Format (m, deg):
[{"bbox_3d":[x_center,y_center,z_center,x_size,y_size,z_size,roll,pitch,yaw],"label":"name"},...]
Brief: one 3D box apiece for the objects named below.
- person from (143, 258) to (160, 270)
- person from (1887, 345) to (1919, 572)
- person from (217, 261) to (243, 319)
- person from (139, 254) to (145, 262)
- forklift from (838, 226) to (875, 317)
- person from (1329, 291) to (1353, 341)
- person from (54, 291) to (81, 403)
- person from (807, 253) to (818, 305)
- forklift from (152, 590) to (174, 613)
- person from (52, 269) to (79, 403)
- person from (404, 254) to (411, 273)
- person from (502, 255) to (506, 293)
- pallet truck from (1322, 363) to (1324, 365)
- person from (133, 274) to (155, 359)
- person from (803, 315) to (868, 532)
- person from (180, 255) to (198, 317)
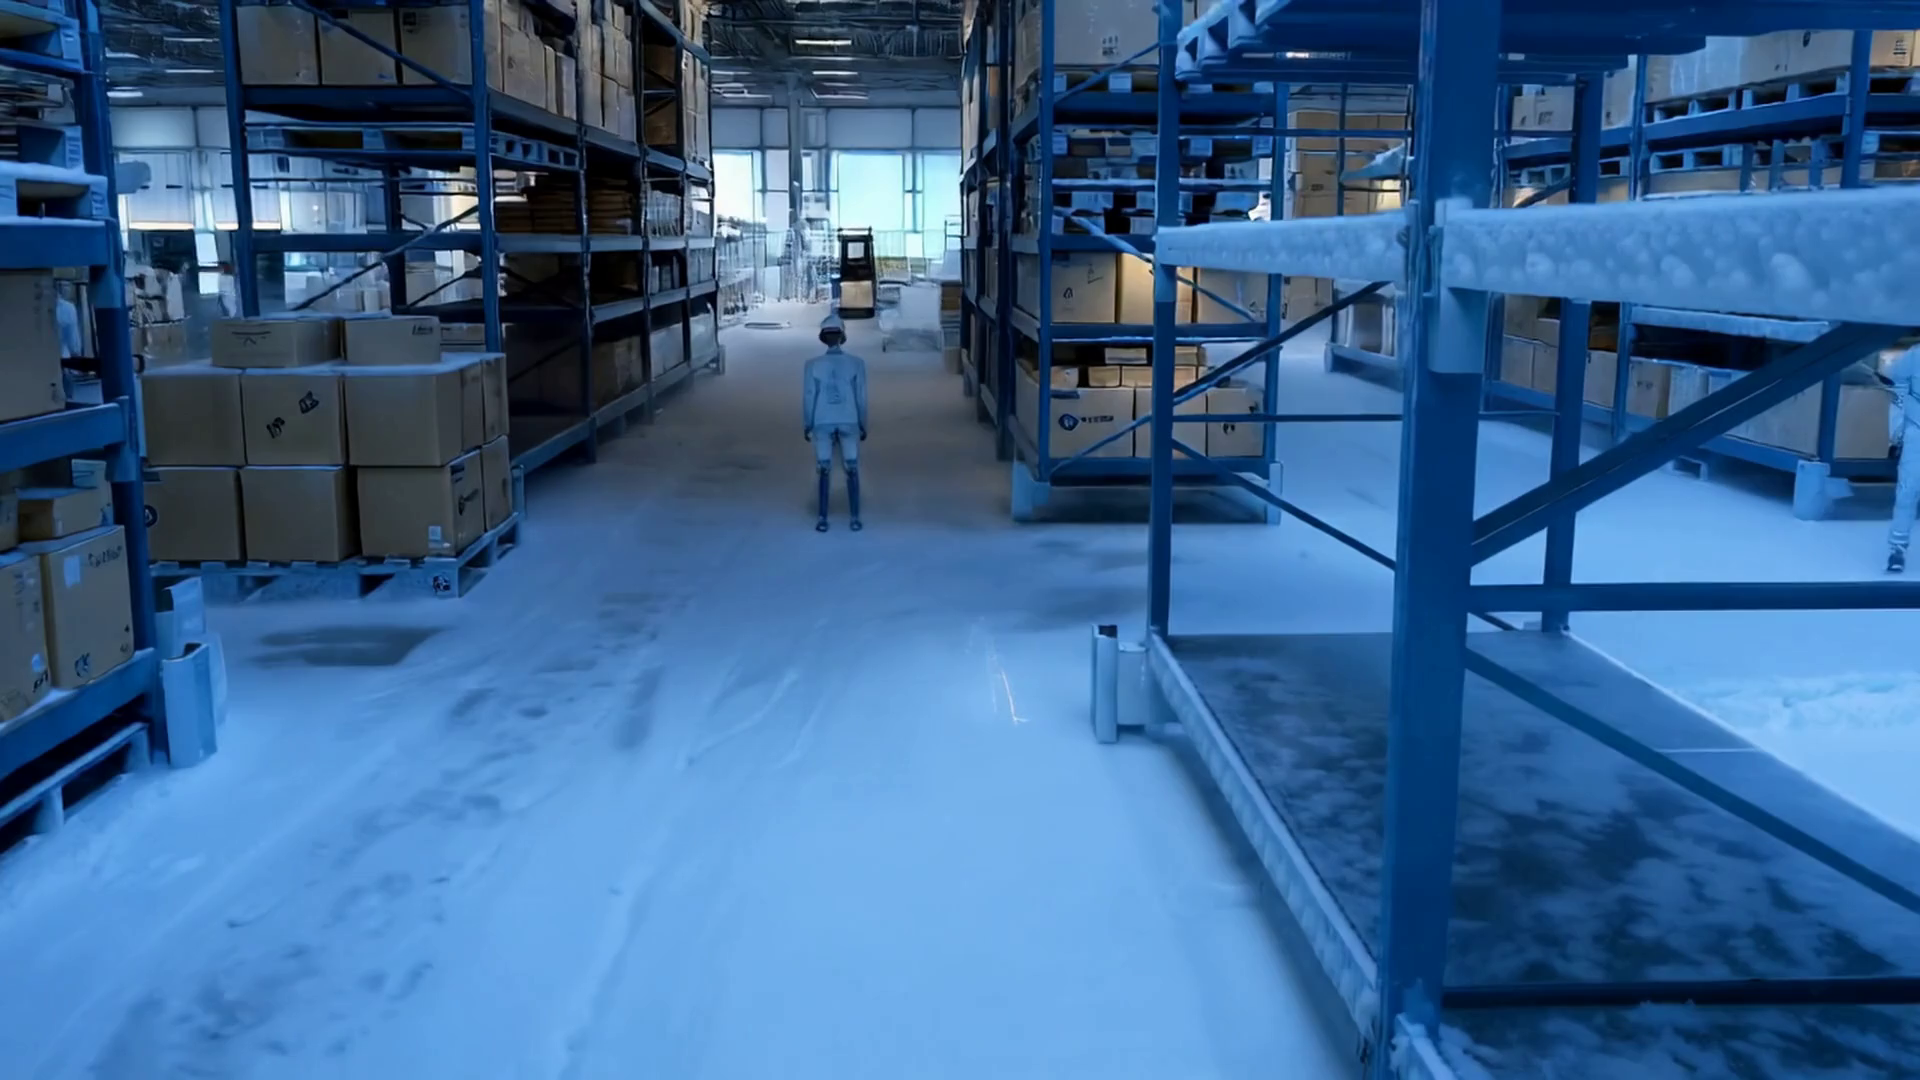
[{"bbox_3d":[-24.619,-7.672,50.759,0.636,1.839,0.662,-5,11,-25],"label":"person"},{"bbox_3d":[6.907,-0.695,11.742,0.646,1.898,0.397,4,11,22],"label":"person"},{"bbox_3d":[-16.234,-5.248,37.055,1.008,1.912,0.606,0,10,0],"label":"person"},{"bbox_3d":[-33.315,-10.767,67.993,0.782,1.841,0.549,3,11,18],"label":"person"},{"bbox_3d":[-3.235,-8.364,51.715,1.129,2.768,1.873,0,10,-2],"label":"forklift"},{"bbox_3d":[8.913,-5.357,37.721,1.012,1.883,0.652,-4,11,-19],"label":"person"},{"bbox_3d":[-11.732,-2.413,21.471,0.635,1.845,1.024,-2,10,-12],"label":"person"},{"bbox_3d":[-5.450,-9.632,61.406,0.372,1.940,0.631,-3,11,-19],"label":"person"},{"bbox_3d":[-5.858,-0.811,9.639,1.873,2.768,1.129,-1,10,-3],"label":"forklift"},{"bbox_3d":[-12.313,-2.655,22.423,0.604,1.997,1.062,2,10,10],"label":"person"},{"bbox_3d":[-15.673,-7.029,46.617,0.695,2.000,0.677,6,12,28],"label":"person"},{"bbox_3d":[-16.105,-9.261,59.444,0.585,1.900,0.885,9,13,41],"label":"person"},{"bbox_3d":[7.712,-4.157,30.737,1.885,1.965,0.823,3,11,16],"label":"pallet truck"},{"bbox_3d":[-16.406,-4.474,33.370,0.319,1.690,0.532,-2,10,-13],"label":"person"},{"bbox_3d":[-1.008,-0.935,13.460,0.524,1.760,0.328,-1,10,-5],"label":"person"},{"bbox_3d":[-23.883,-7.871,51.607,0.569,1.928,0.651,-8,13,-36],"label":"person"}]
